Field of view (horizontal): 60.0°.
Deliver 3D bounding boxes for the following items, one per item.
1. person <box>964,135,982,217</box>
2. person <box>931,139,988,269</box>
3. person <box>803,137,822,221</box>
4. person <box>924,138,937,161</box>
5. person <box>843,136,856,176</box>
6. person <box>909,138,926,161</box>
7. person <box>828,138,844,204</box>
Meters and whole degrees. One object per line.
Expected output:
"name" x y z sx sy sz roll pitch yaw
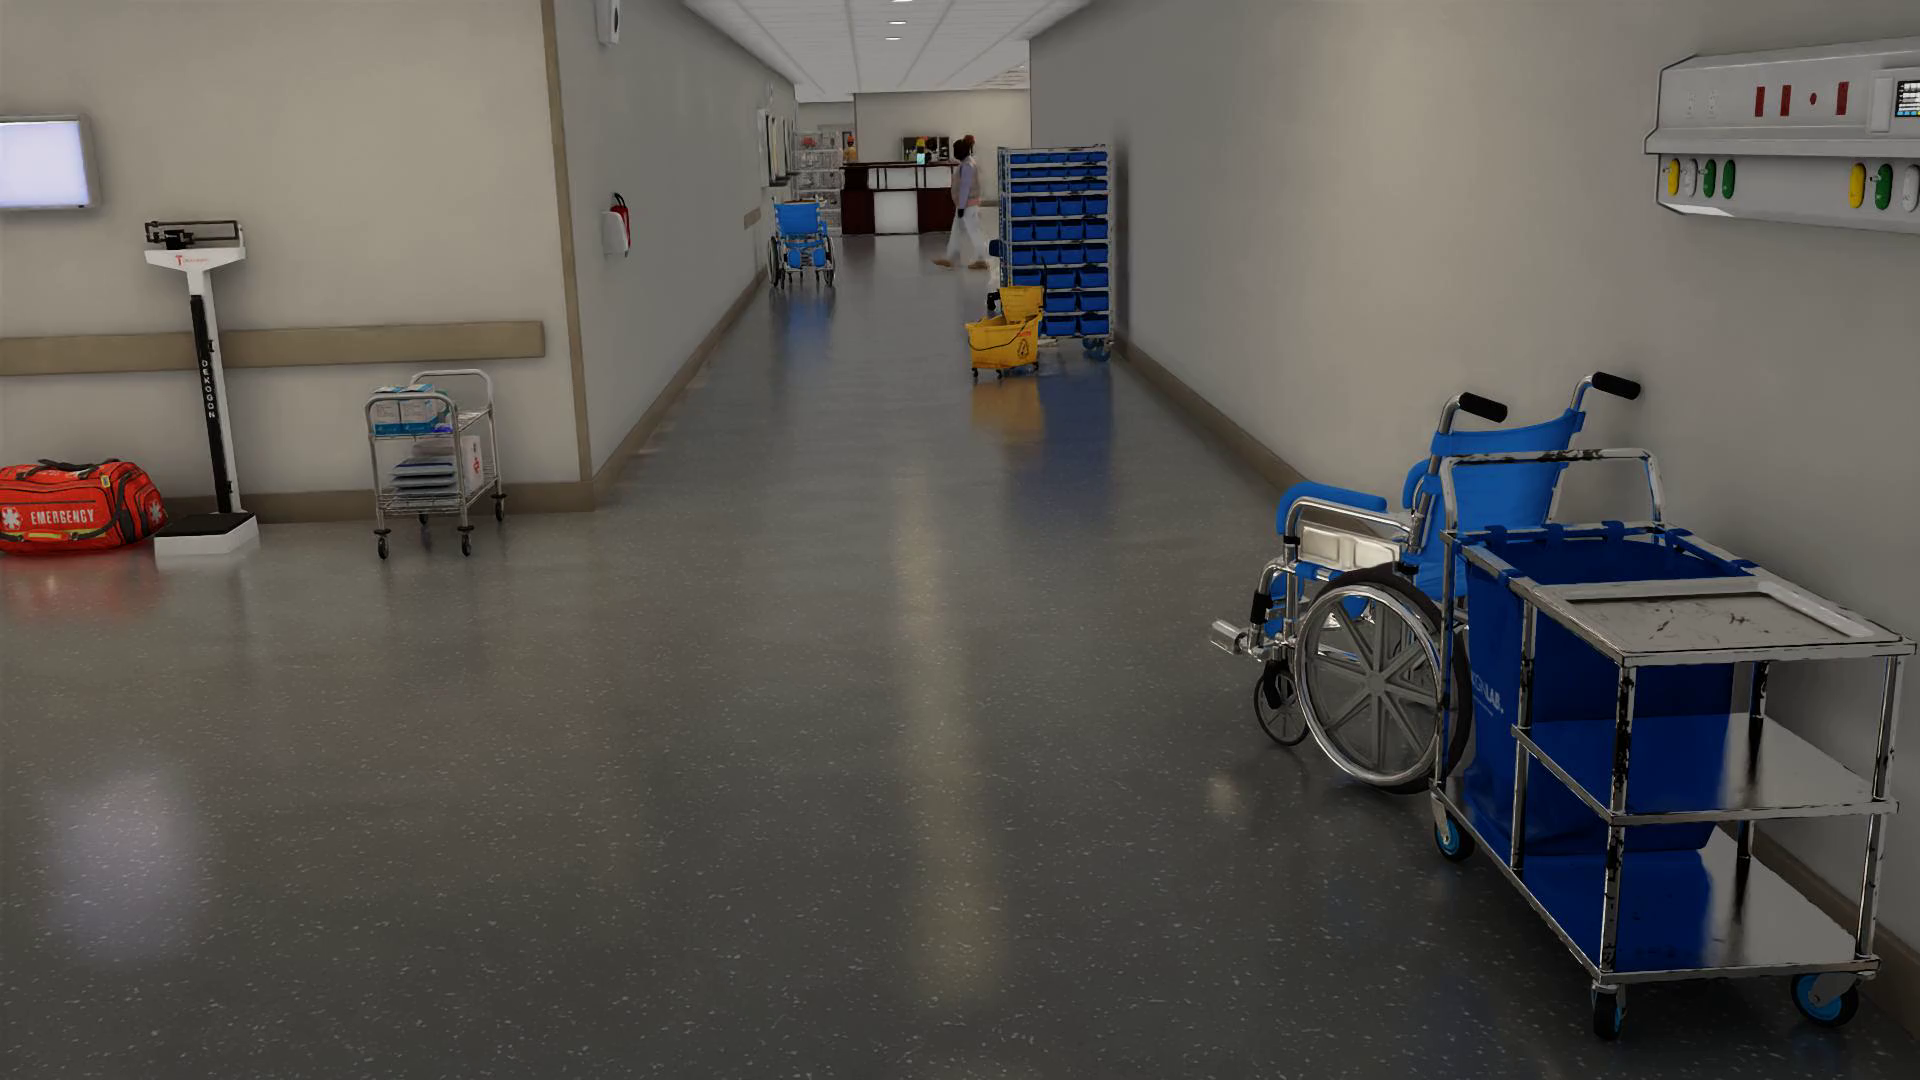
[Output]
"person" 0.227 -8.358 38.246 0.395 1.883 0.585 -6 14 -17
"person" -0.033 -4.727 23.507 0.906 1.801 0.640 -1 14 1
"person" -3.364 -8.106 37.539 0.457 1.925 0.574 -6 14 -17
"person" -0.670 -8.479 38.958 0.431 1.835 0.625 0 14 8
"person" -3.239 -11.085 49.735 0.542 1.939 0.362 -8 15 -25
"person" -0.922 -8.618 39.574 0.595 1.825 0.404 -4 14 -8
"person" -3.658 -10.830 48.804 0.401 1.906 0.649 4 15 22
